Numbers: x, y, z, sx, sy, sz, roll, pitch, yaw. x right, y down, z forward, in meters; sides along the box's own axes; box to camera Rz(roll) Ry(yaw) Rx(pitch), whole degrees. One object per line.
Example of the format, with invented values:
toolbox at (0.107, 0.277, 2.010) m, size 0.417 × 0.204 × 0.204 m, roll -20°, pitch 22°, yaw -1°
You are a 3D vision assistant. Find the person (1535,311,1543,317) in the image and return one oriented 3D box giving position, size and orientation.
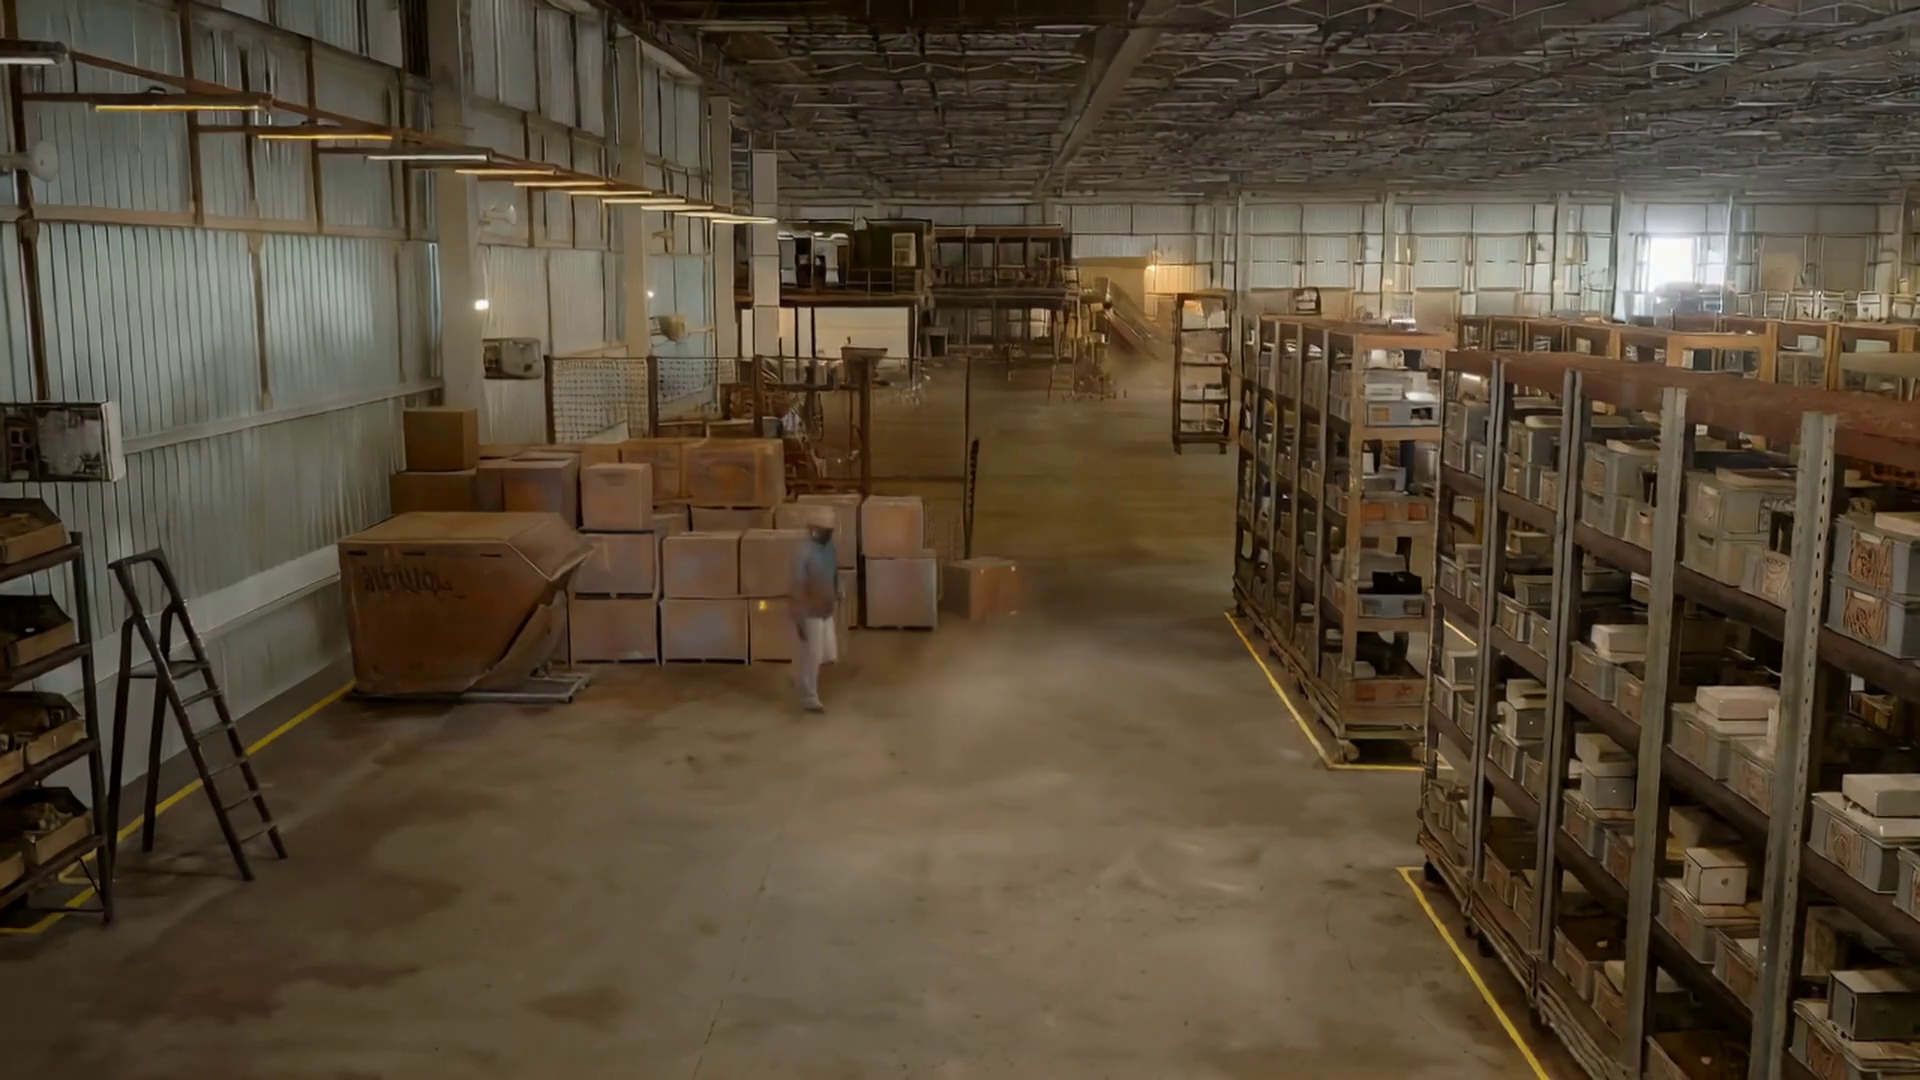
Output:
person at (32.086, -11.779, 92.289) m, size 0.587 × 1.882 × 0.342 m, roll 9°, pitch 13°, yaw 43°

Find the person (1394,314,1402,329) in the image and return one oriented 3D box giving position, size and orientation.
person at (21.944, -10.408, 83.799) m, size 0.869 × 1.890 × 0.611 m, roll -2°, pitch 9°, yaw -12°

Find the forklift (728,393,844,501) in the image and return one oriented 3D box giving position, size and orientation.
forklift at (-2.979, -1.316, 26.476) m, size 2.680 × 1.987 × 1.157 m, roll 0°, pitch 9°, yaw 1°

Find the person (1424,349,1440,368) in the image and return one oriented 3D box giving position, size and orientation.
person at (15.743, -5.824, 55.812) m, size 0.810 × 1.801 × 0.600 m, roll -1°, pitch 9°, yaw -7°

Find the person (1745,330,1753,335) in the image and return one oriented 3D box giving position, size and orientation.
person at (34.648, -8.760, 73.183) m, size 0.537 × 2.000 × 0.689 m, roll -1°, pitch 9°, yaw -9°

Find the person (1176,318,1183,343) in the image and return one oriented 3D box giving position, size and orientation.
person at (10.537, -9.830, 80.388) m, size 0.506 × 1.846 × 0.346 m, roll -7°, pitch 11°, yaw -35°

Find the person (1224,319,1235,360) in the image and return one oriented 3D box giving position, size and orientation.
person at (12.371, -9.213, 76.443) m, size 0.613 × 1.894 × 0.712 m, roll -1°, pitch 9°, yaw -3°

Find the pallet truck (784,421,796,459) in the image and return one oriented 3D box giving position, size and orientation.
pallet truck at (-4.013, -1.793, 32.705) m, size 1.601 × 1.201 × 0.680 m, roll 0°, pitch 9°, yaw 1°

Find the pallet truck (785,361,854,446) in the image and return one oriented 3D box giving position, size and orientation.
pallet truck at (-3.410, -3.193, 38.978) m, size 1.885 × 1.965 × 0.823 m, roll 0°, pitch 9°, yaw -1°

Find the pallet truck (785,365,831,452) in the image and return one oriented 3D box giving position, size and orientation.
pallet truck at (-3.774, -2.976, 37.635) m, size 1.885 × 1.965 × 0.823 m, roll 1°, pitch 9°, yaw 5°

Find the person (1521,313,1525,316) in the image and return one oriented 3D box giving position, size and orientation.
person at (29.928, -11.110, 88.182) m, size 1.006 × 1.890 × 0.544 m, roll -8°, pitch 12°, yaw -41°

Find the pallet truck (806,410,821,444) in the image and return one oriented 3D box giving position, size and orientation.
pallet truck at (-3.559, -2.018, 33.905) m, size 1.522 × 1.261 × 0.704 m, roll 0°, pitch 9°, yaw -1°

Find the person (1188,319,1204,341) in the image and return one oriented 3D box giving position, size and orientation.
person at (13.833, -12.610, 97.471) m, size 1.036 × 1.887 × 0.648 m, roll 4°, pitch 10°, yaw 21°

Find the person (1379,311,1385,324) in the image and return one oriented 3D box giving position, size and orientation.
person at (23.692, -11.971, 93.637) m, size 0.875 × 1.839 × 0.519 m, roll 5°, pitch 11°, yaw 29°

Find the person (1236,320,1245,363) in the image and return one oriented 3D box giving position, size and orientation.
person at (12.452, -8.799, 73.792) m, size 0.456 × 1.914 × 0.552 m, roll 5°, pitch 11°, yaw 30°

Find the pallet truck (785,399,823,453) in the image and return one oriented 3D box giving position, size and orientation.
pallet truck at (-3.814, -2.432, 36.419) m, size 1.630 × 1.274 × 0.653 m, roll 0°, pitch 9°, yaw 1°

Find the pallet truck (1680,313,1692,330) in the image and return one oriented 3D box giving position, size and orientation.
pallet truck at (36.315, -10.531, 84.244) m, size 0.823 × 1.965 × 1.885 m, roll -6°, pitch 11°, yaw -33°

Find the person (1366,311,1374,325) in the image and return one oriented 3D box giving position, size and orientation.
person at (22.179, -11.435, 90.057) m, size 0.587 × 1.920 × 0.391 m, roll -7°, pitch 12°, yaw -38°

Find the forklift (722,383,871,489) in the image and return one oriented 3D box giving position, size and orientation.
forklift at (-2.893, -1.687, 28.729) m, size 2.680 × 1.987 × 1.157 m, roll 0°, pitch 9°, yaw -1°

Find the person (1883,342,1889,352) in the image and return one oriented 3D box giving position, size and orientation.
person at (33.804, -6.543, 60.564) m, size 0.322 × 1.697 × 0.530 m, roll 0°, pitch 9°, yaw 2°

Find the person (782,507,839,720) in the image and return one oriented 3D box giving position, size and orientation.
person at (-1.401, 0.655, 15.324) m, size 0.645 × 1.968 × 0.650 m, roll 6°, pitch 11°, yaw 31°

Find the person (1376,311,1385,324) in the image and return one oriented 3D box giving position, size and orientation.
person at (24.148, -12.242, 95.430) m, size 0.720 × 1.803 × 0.435 m, roll -5°, pitch 11°, yaw -31°
